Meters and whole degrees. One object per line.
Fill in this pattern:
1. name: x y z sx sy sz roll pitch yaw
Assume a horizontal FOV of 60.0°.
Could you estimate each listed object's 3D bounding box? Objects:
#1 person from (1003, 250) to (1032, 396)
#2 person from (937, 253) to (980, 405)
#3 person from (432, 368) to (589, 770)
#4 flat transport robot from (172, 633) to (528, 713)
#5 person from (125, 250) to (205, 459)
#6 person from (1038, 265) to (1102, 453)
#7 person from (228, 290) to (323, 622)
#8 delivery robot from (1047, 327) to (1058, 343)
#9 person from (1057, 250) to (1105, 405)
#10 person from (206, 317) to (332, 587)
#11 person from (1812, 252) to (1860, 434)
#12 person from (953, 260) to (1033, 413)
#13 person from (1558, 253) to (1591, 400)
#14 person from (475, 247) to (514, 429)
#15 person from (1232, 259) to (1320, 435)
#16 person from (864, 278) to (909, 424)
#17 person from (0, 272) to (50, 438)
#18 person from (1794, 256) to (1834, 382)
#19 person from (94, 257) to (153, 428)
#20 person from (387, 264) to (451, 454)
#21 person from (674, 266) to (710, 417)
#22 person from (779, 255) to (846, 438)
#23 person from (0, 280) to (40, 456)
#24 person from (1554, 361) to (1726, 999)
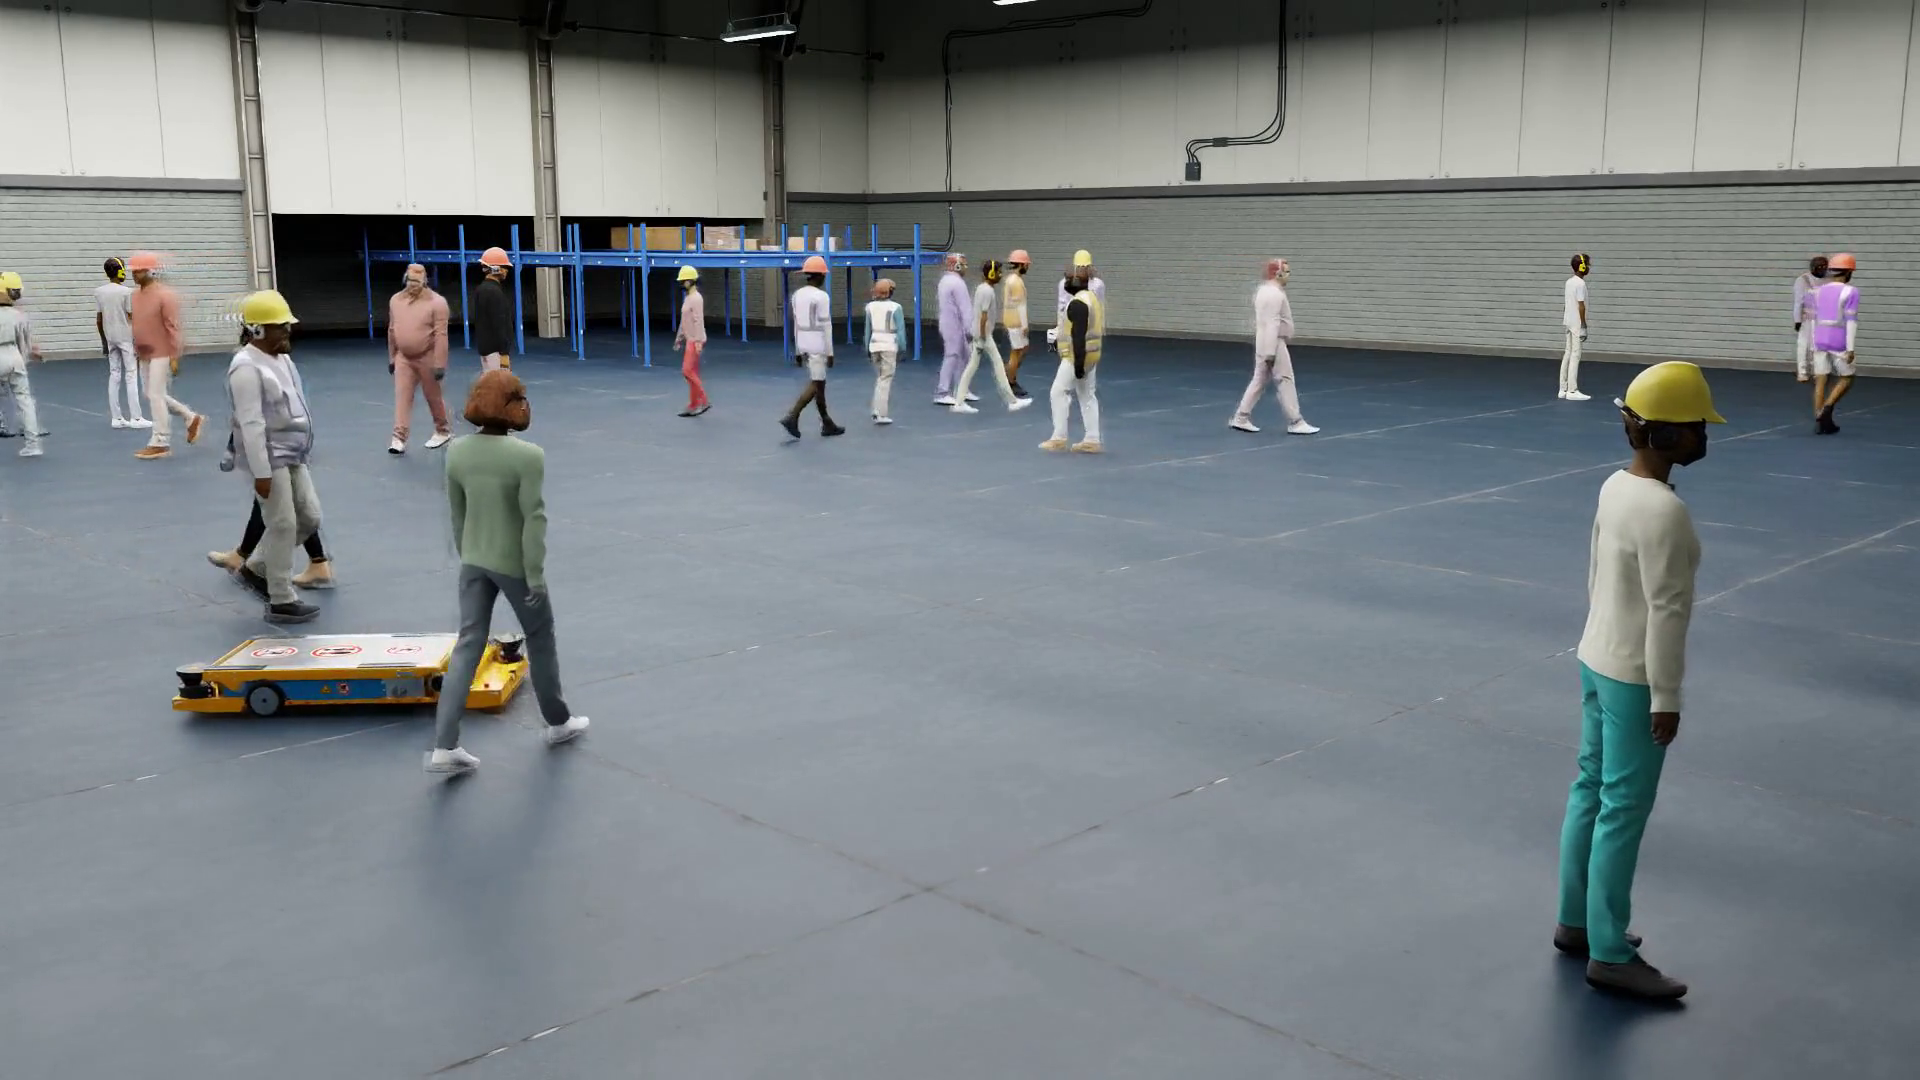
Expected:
1. person: 0.775 -2.863 21.989 0.419 1.922 0.547 -1 10 -7
2. person: 0.022 -2.636 20.848 0.759 1.882 0.660 -2 11 -13
3. person: -1.856 0.107 6.673 0.512 1.590 0.846 4 11 23
4. flat transport robot: -2.785 0.603 7.686 1.431 0.197 0.652 -1 10 -4
5. person: -7.679 -1.802 16.038 0.629 1.978 0.751 6 12 32
6. person: 1.058 -1.759 16.235 0.725 1.818 0.646 3 11 17
7. person: -3.769 -0.456 9.122 0.445 1.813 0.610 0 10 -2
8. delivery robot: 1.859 -3.702 30.132 0.477 0.478 0.707 -4 11 -21
9. person: 1.506 -2.636 20.720 0.593 1.923 0.386 0 10 1
10. person: -4.221 -0.543 10.044 0.877 1.646 0.541 1 10 3
11. person: 9.352 -2.097 17.770 0.398 1.923 0.571 -5 11 -25
12. person: 0.362 -2.425 19.871 0.971 1.815 0.522 -3 11 -15
13. person: 8.002 -2.764 21.559 0.328 1.876 0.513 -1 10 -4
14. person: -4.495 -1.836 16.165 0.395 1.990 0.625 -6 12 -30
15. person: 3.374 -2.065 17.788 0.908 1.866 0.664 0 10 -1
16. person: -0.824 -2.120 18.703 0.512 1.625 0.489 8 13 38
17. person: -9.898 -1.933 17.438 0.799 1.725 0.530 -1 10 -7
18. person: 12.378 -3.201 24.138 0.653 1.812 0.503 0 10 -1
19. person: -9.234 -2.171 18.334 0.507 1.872 0.329 2 11 11
20. person: -5.316 -1.781 16.317 0.705 1.844 1.011 2 11 11
21. person: -3.149 -2.322 19.463 0.363 1.760 0.547 -3 11 -18
22. person: -1.565 -2.023 17.428 0.812 1.920 0.555 -9 14 -40
23. person: -9.250 -1.664 16.015 0.893 1.692 0.512 5 11 24
24. person: 1.926 0.381 4.701 0.331 1.767 0.527 1 10 4
